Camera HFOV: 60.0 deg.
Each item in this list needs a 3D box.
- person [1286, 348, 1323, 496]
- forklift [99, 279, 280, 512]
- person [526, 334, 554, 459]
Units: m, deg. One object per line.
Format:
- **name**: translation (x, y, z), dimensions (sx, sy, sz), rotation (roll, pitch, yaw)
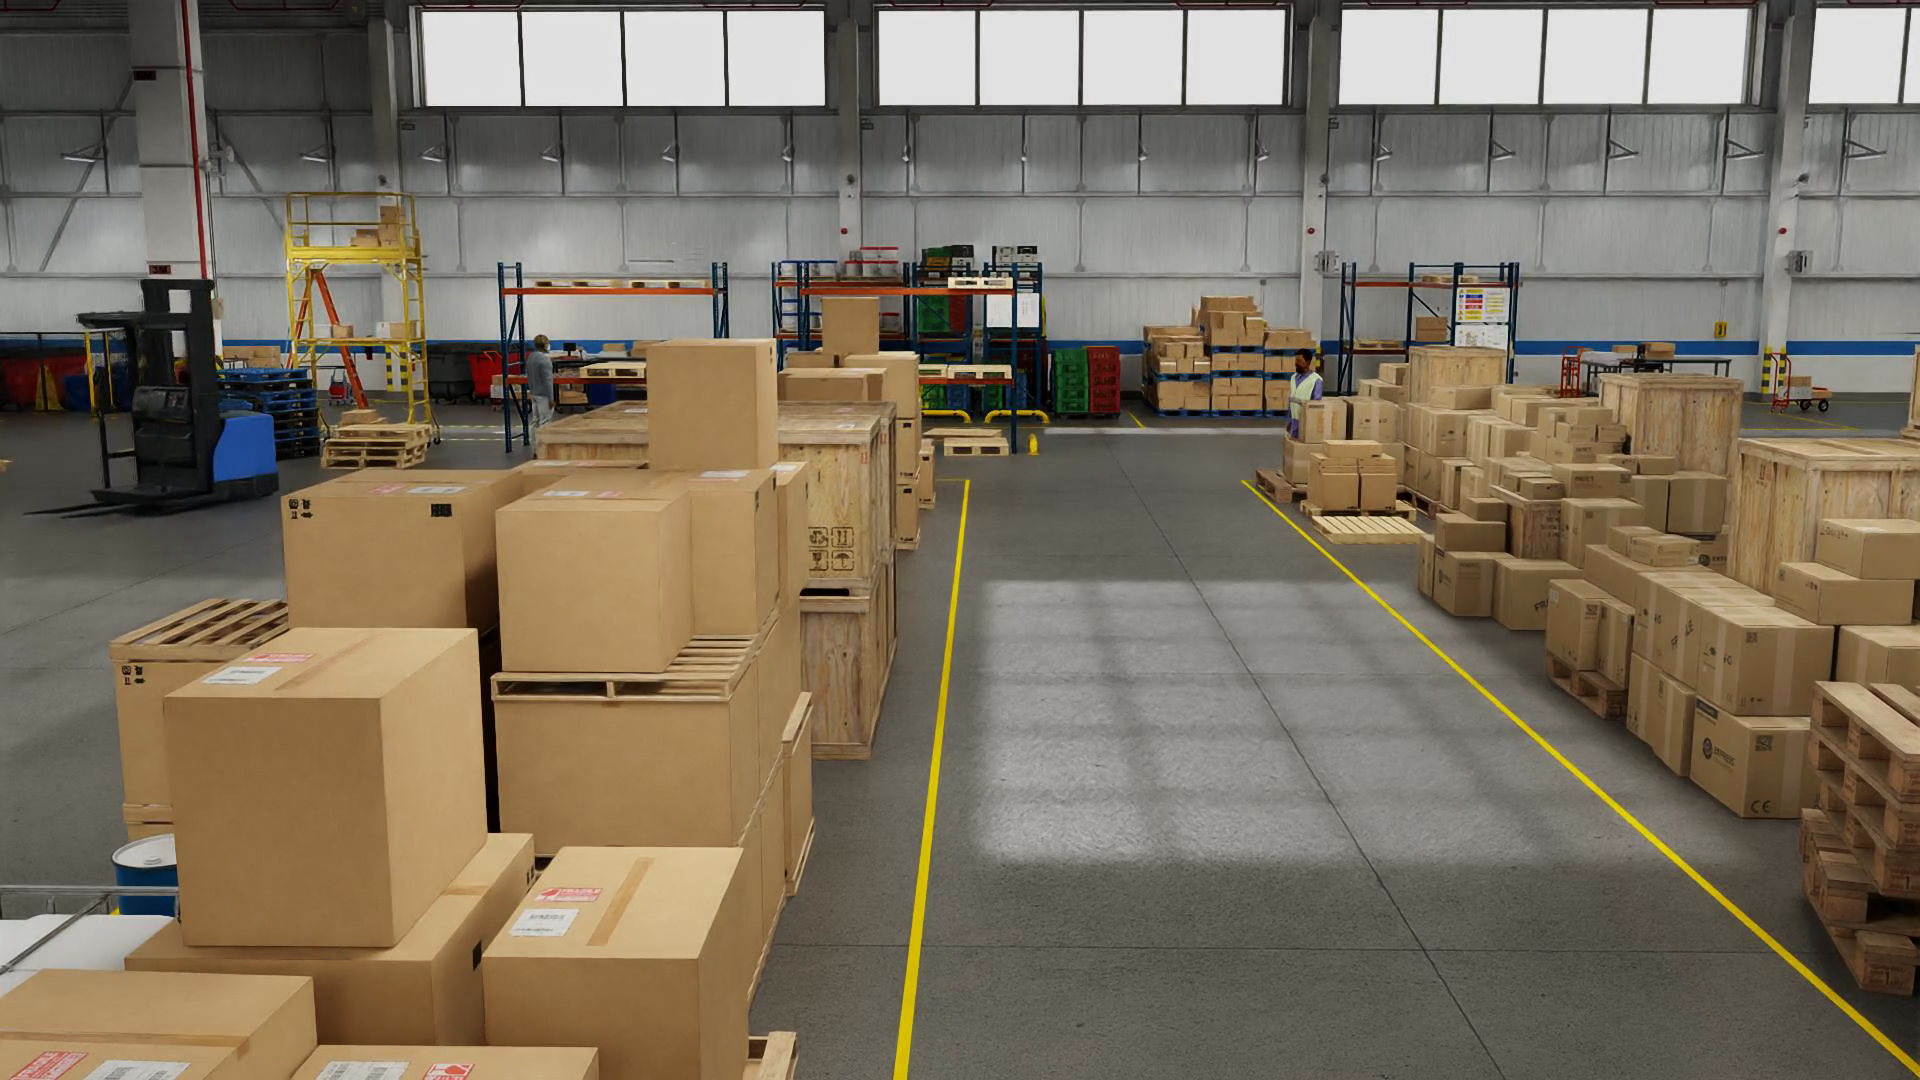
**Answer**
- **person**: translation (4.500, -1.545, 21.763), dimensions (0.391, 1.920, 0.587), rotation (-5, 11, -27)
- **forklift**: translation (-9.680, -1.866, 20.813), dimensions (1.129, 2.768, 1.873), rotation (4, 10, 25)
- **person**: translation (-6.425, -2.193, 25.589), dimensions (0.372, 1.940, 0.630), rotation (-8, 13, -41)
